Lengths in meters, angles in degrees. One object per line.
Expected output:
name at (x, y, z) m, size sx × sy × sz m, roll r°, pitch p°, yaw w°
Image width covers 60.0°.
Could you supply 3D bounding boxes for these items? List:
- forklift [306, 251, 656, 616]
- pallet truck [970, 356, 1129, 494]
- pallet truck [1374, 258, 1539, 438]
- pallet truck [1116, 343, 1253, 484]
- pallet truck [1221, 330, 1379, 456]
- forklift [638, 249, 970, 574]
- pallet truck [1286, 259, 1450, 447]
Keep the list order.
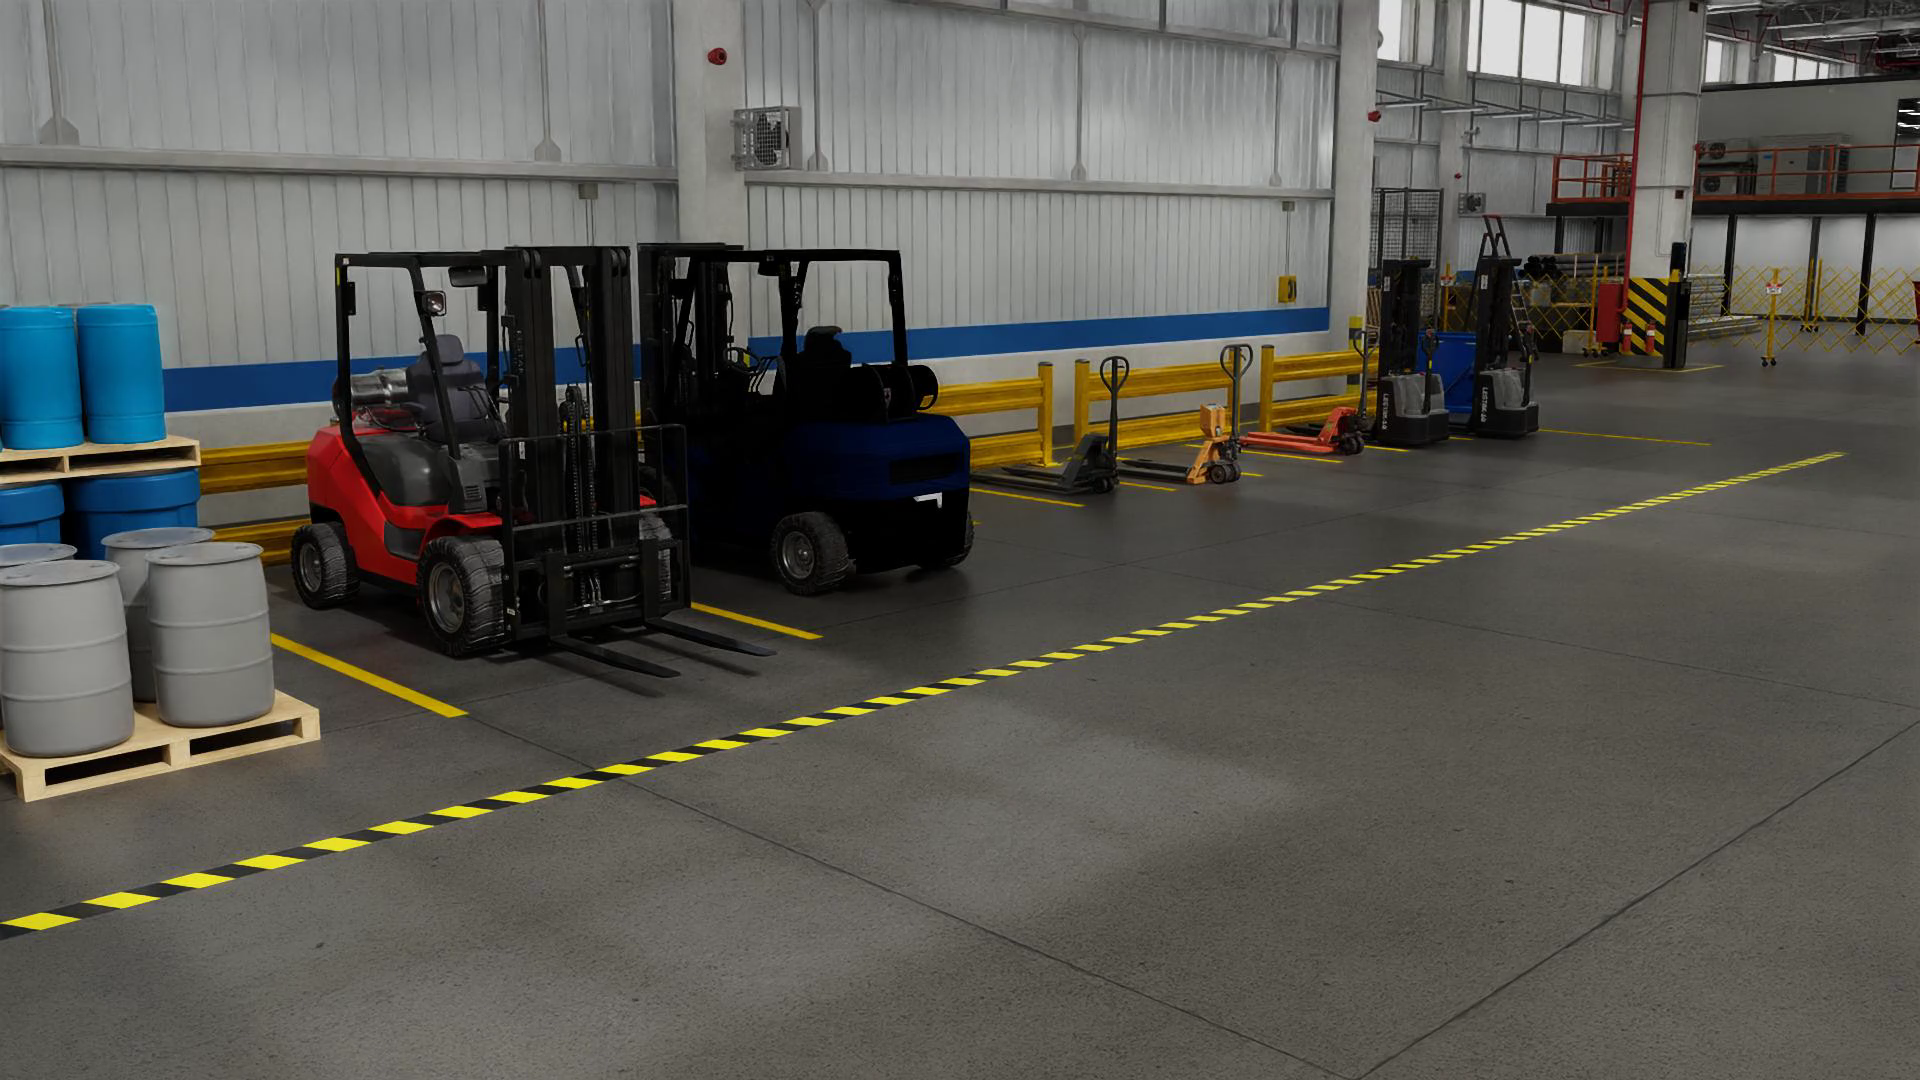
forklift at (-2.833, -0.669, 9.694) m, size 1.157 × 1.987 × 2.680 m, roll -10°, pitch 14°, yaw -44°
pallet truck at (0.784, -1.085, 14.876) m, size 0.680 × 1.201 × 1.601 m, roll -10°, pitch 14°, yaw -44°
pallet truck at (5.704, -2.208, 18.901) m, size 1.885 × 1.965 × 0.823 m, roll 10°, pitch 14°, yaw 43°
pallet truck at (1.962, -1.215, 15.415) m, size 1.522 × 1.261 × 0.704 m, roll 10°, pitch 14°, yaw 43°
pallet truck at (3.563, -1.581, 17.381) m, size 0.653 × 1.274 × 1.630 m, roll -10°, pitch 14°, yaw -44°
forklift at (-1.173, -0.958, 11.239) m, size 2.680 × 1.987 × 1.157 m, roll 10°, pitch 14°, yaw 43°
pallet truck at (4.493, -2.078, 18.196) m, size 0.823 × 1.965 × 1.885 m, roll -9°, pitch 14°, yaw -40°
